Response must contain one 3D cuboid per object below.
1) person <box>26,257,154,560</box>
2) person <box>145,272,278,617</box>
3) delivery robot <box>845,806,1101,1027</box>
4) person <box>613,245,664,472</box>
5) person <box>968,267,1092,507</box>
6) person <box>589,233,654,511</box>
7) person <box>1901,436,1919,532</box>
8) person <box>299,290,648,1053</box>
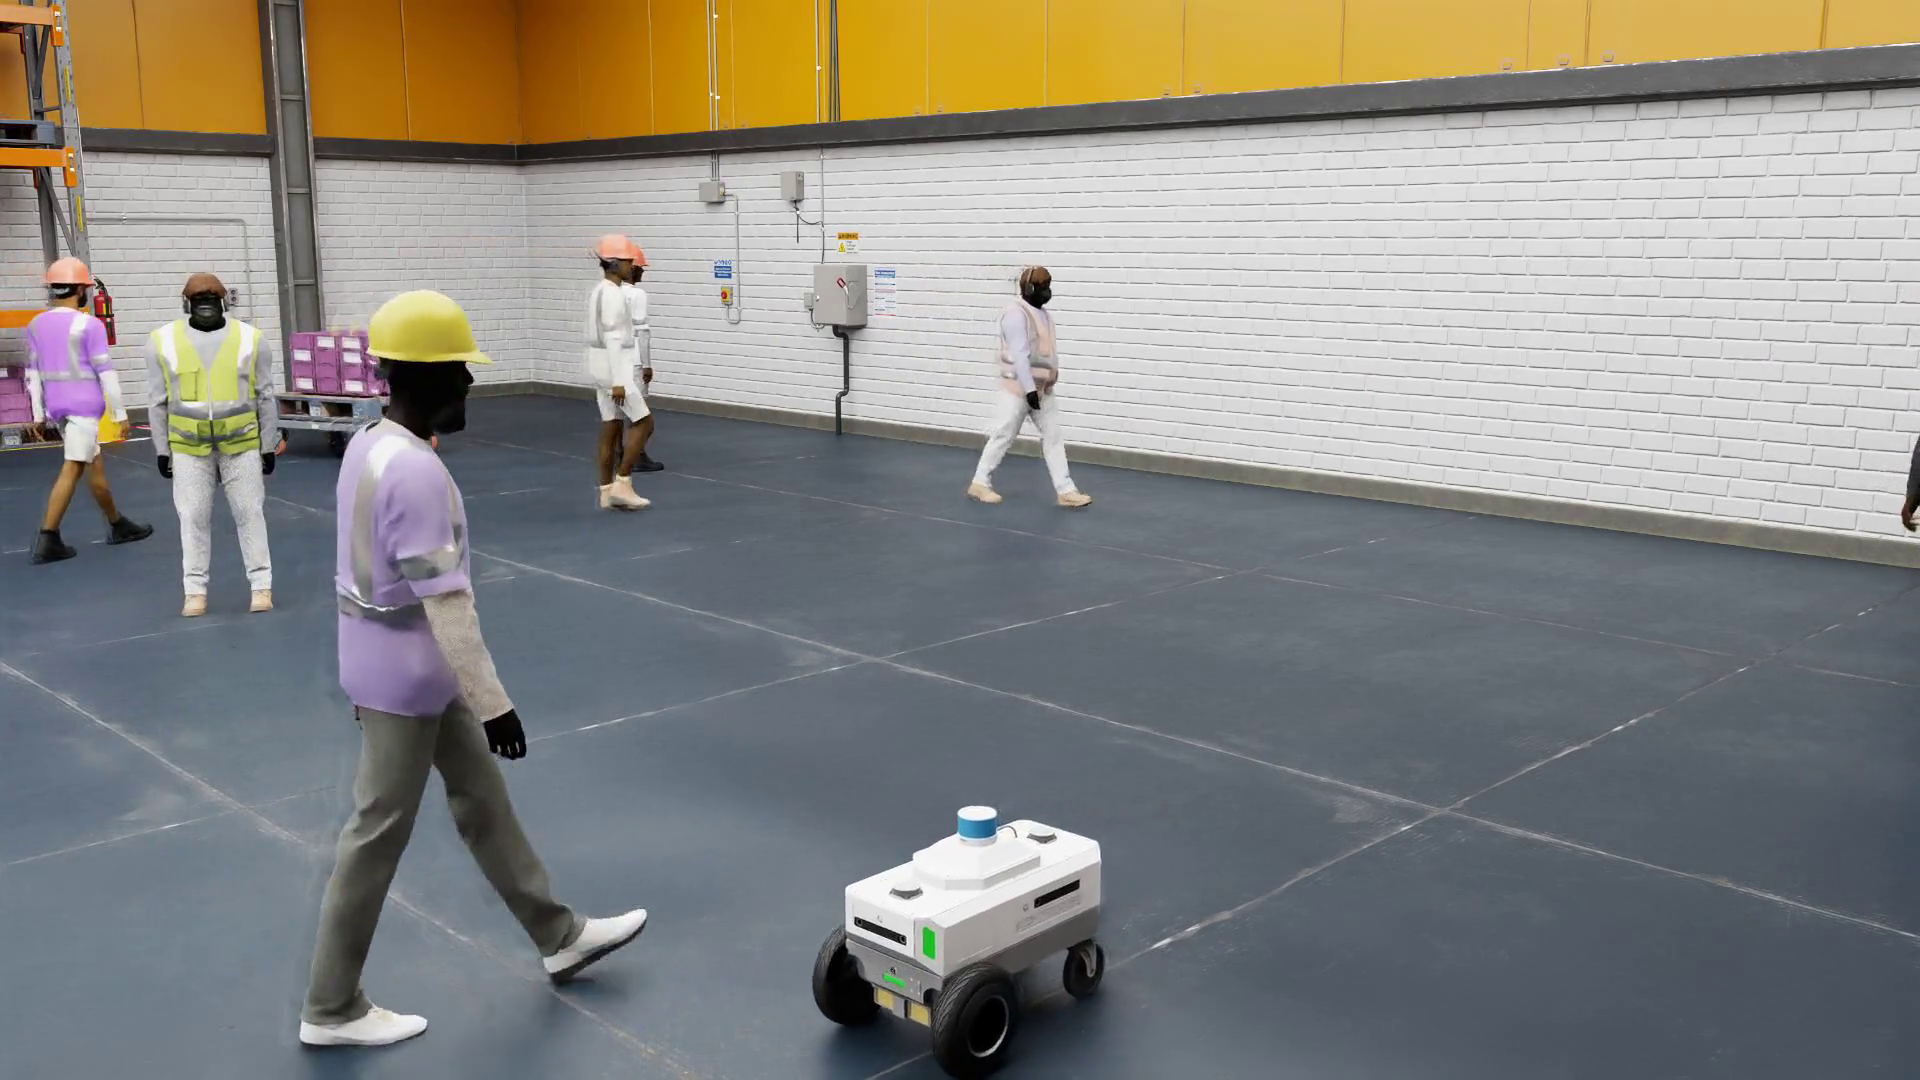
[{"bbox_3d":[-5.592,-0.839,10.549,0.564,1.888,0.986,4,11,19],"label":"person"},{"bbox_3d":[-3.966,-0.502,8.871,0.626,1.836,0.431,-4,11,-21],"label":"person"},{"bbox_3d":[0.045,0.928,4.280,0.477,0.478,0.707,10,14,42],"label":"delivery robot"},{"bbox_3d":[-2.821,-1.552,14.287,0.546,1.939,0.375,10,14,43],"label":"person"},{"bbox_3d":[0.500,-1.140,12.465,0.978,1.800,0.638,6,12,32],"label":"person"},{"bbox_3d":[-2.442,-1.206,12.143,0.524,2.029,0.635,-4,11,-21],"label":"person"},{"bbox_3d":[4.518,-0.206,7.219,0.676,1.837,1.065,8,13,38],"label":"person"},{"bbox_3d":[-1.258,0.328,4.195,0.971,1.881,0.601,-4,11,-22],"label":"person"}]
